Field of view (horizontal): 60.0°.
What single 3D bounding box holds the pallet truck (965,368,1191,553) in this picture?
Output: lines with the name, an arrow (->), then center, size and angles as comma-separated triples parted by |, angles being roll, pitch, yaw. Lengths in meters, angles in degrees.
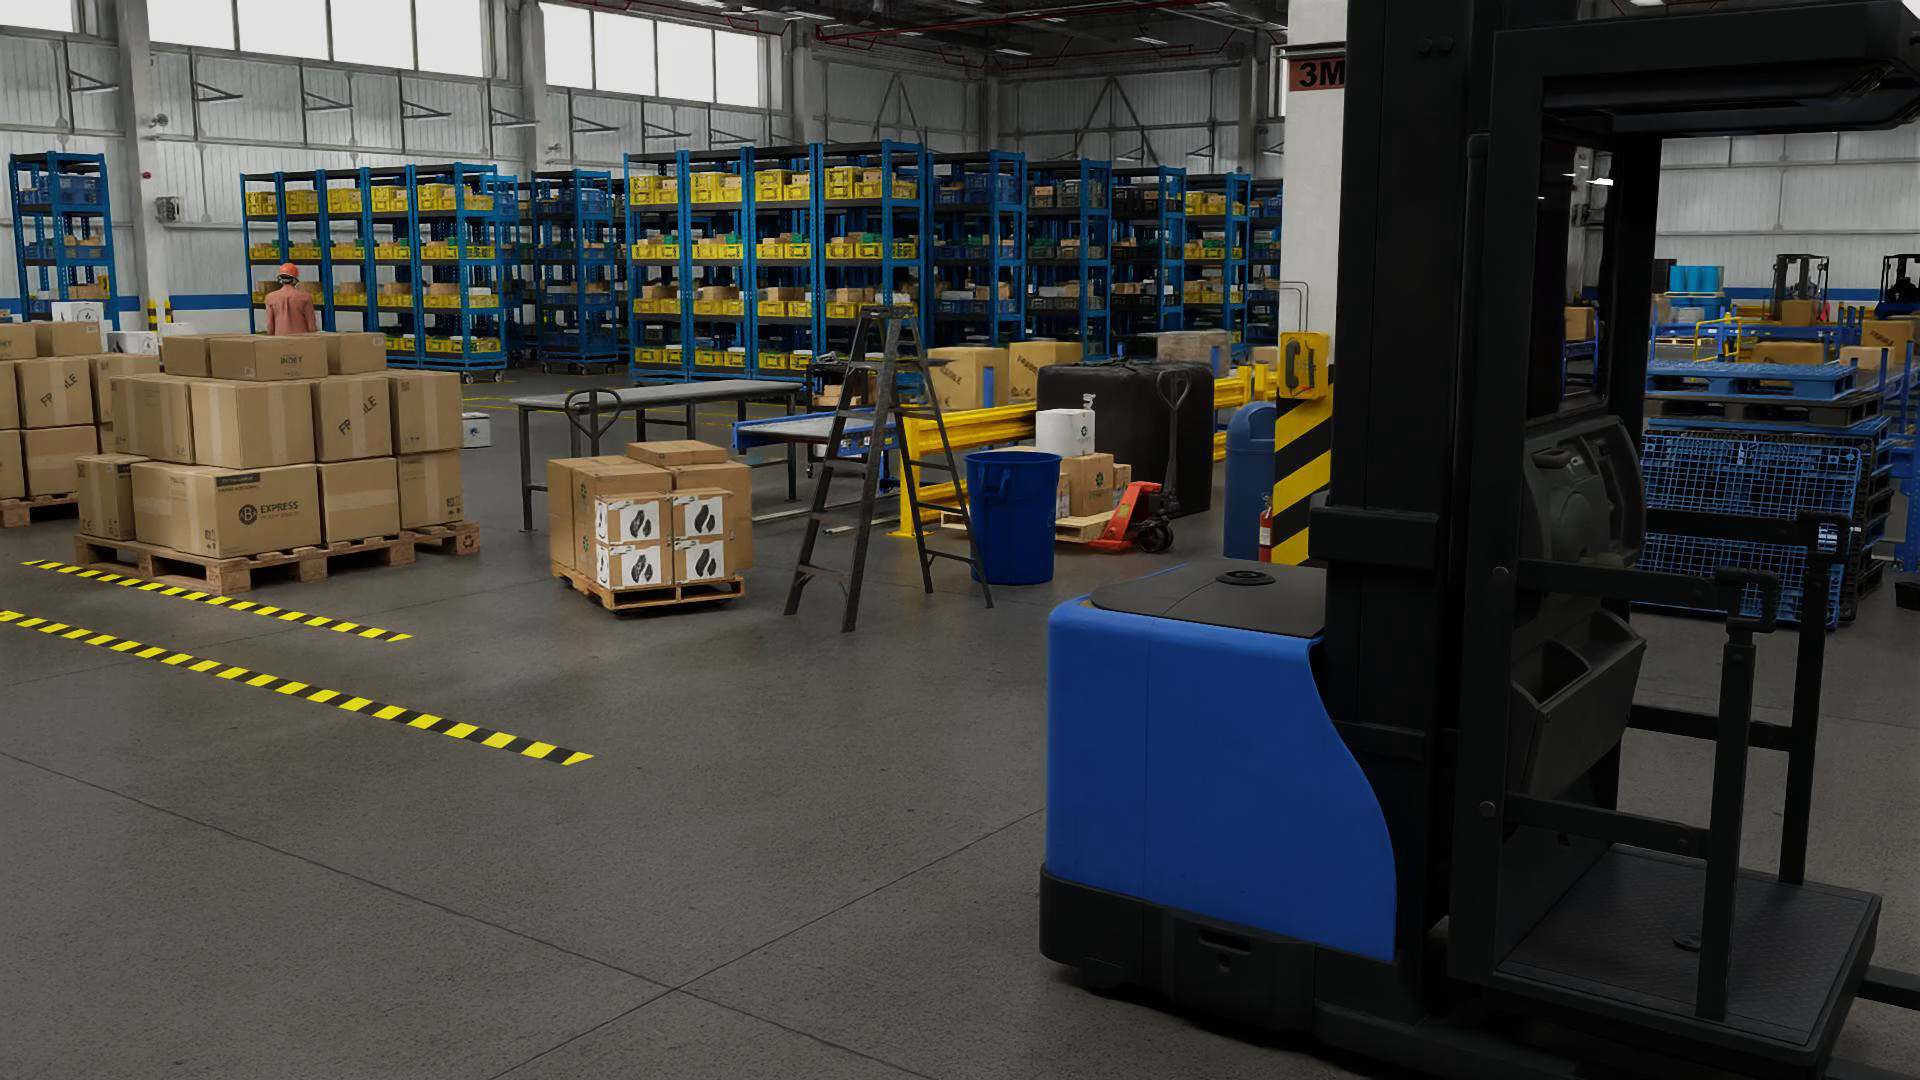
pallet truck -> 0.845, -0.609, 11.869 | 1.630, 1.274, 0.653 | 7, 12, 35

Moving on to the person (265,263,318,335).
person -> -8.535, -2.538, 21.292 | 0.610, 1.995, 0.375 | -1, 10, -8

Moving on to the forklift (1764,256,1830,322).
forklift -> 20.253, -5.854, 40.139 | 1.157, 1.987, 2.680 | 7, 12, 35

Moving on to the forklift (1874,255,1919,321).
forklift -> 22.089, -5.634, 38.796 | 1.157, 1.987, 2.680 | 6, 11, 33

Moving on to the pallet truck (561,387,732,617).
pallet truck -> -1.981, -0.274, 10.088 | 0.680, 1.201, 1.601 | -5, 11, -28

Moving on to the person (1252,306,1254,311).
person -> 8.491, -7.051, 48.678 | 0.408, 1.831, 0.574 | 3, 10, 19

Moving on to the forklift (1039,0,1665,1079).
forklift -> 1.249, -0.137, 4.360 | 1.873, 2.768, 1.129 | 7, 12, 35
